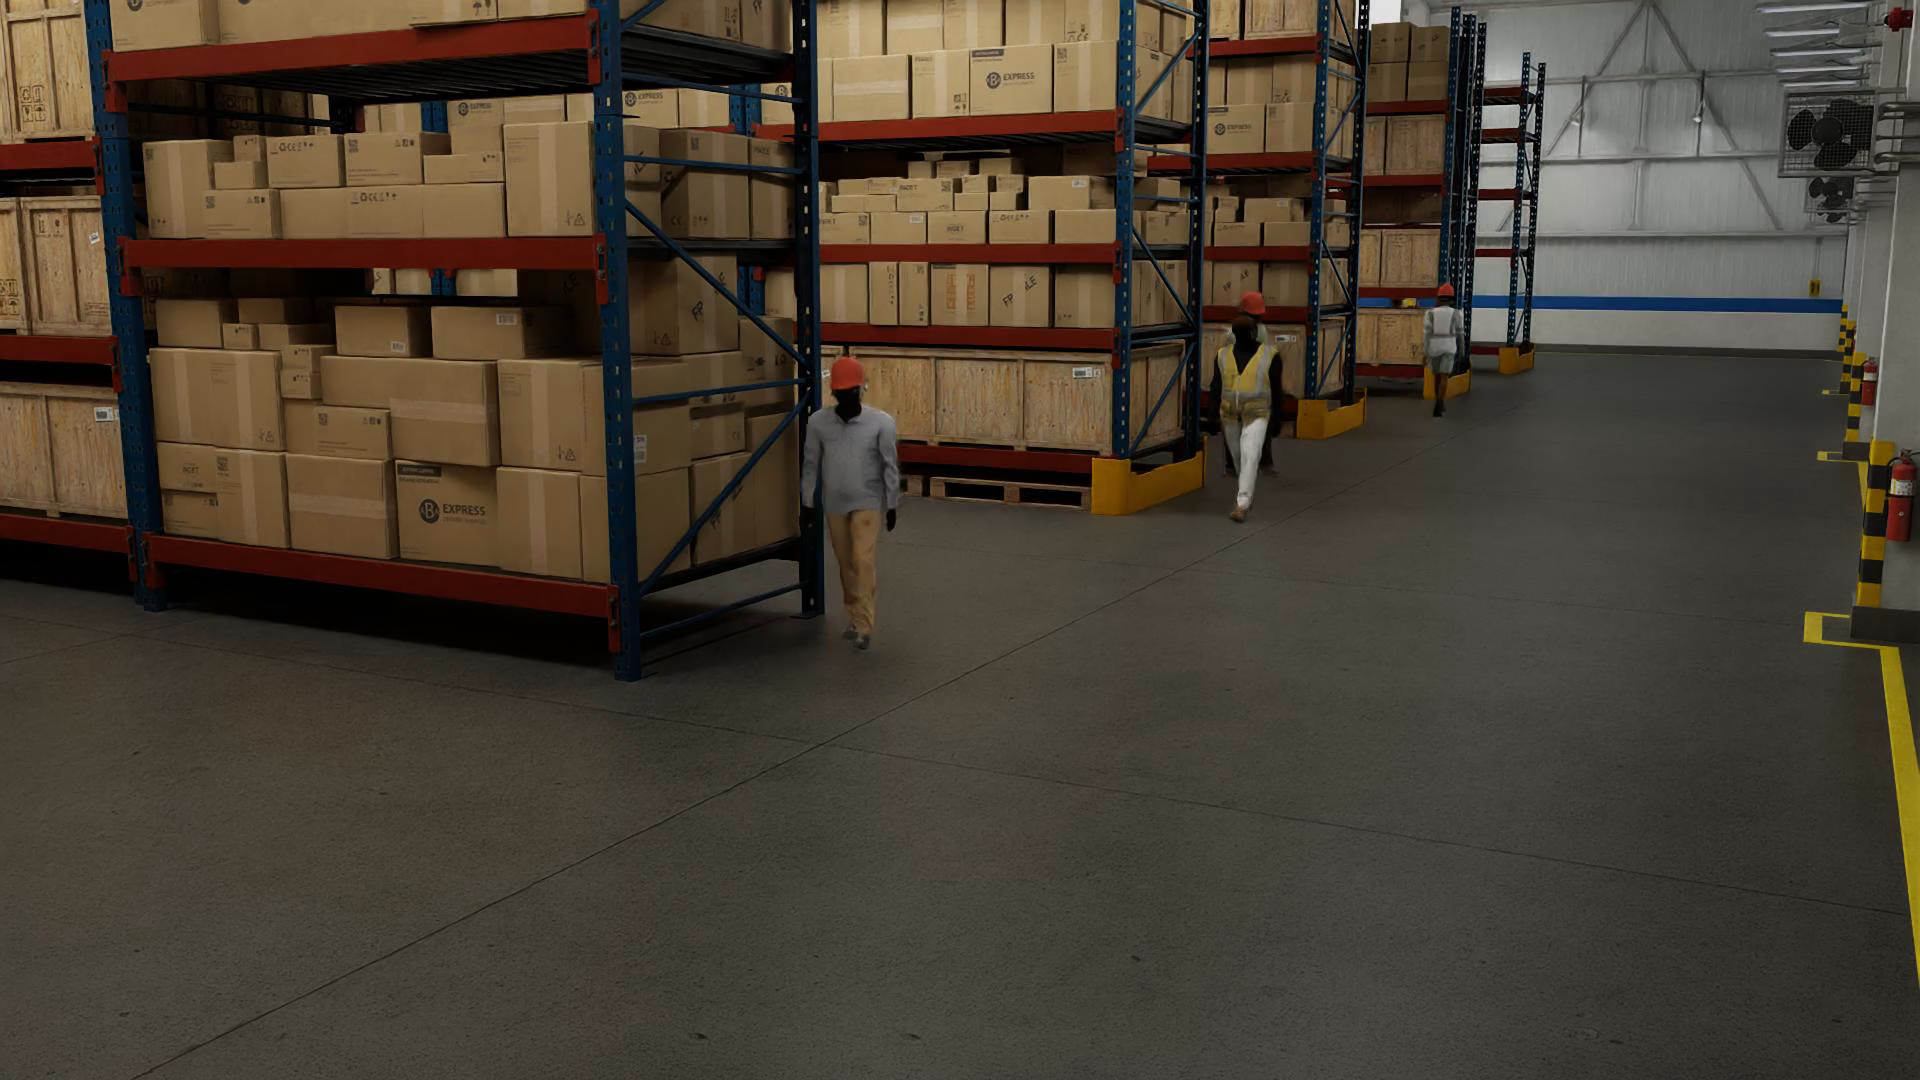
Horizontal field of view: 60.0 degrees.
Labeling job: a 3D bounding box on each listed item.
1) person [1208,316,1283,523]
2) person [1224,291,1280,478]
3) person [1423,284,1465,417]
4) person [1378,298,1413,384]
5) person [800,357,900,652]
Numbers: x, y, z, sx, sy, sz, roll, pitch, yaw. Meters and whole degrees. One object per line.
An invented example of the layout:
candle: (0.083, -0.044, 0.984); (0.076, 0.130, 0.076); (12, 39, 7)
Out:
person: (2.507, -1.078, 14.668); (0.624, 1.795, 0.950); (6, 11, 31)
person: (2.990, -1.570, 17.067); (0.642, 1.938, 0.714); (-9, 13, -41)
person: (6.942, -2.726, 23.899); (0.560, 1.895, 0.983); (5, 11, 25)
person: (7.839, -3.593, 29.757); (0.540, 1.595, 0.809); (-9, 13, -43)
person: (-0.677, -0.210, 9.817); (0.569, 1.719, 0.780); (3, 10, 15)
